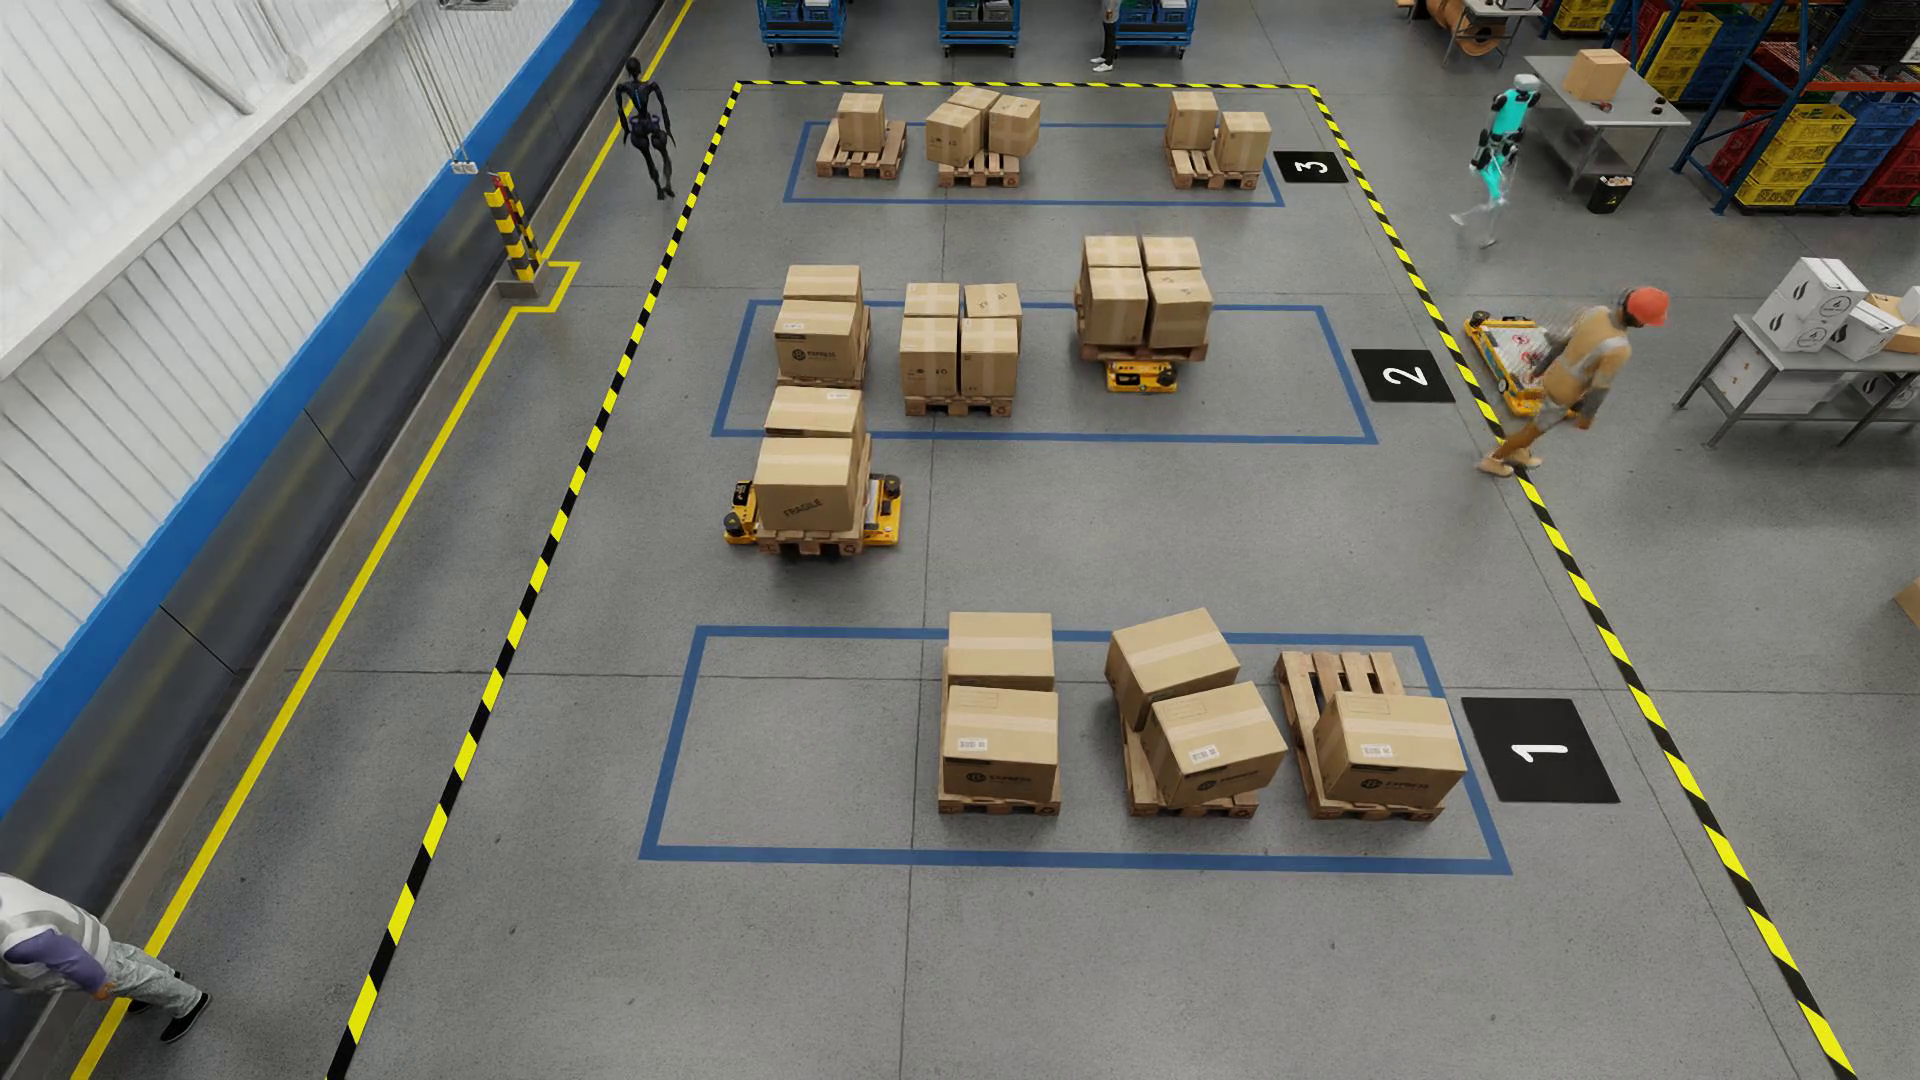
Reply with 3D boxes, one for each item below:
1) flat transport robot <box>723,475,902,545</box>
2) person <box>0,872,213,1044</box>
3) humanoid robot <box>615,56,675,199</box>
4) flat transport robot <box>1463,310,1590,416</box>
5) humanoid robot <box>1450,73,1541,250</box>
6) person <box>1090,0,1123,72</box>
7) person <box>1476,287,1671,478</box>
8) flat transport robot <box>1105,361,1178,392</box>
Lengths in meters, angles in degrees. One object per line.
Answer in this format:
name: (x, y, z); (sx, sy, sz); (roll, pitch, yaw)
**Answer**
flat transport robot: (-1.229, -0.271, 7.750); (1.431, 0.197, 0.652); (1, 49, 1)
person: (-4.560, 2.120, 4.663); (0.585, 1.834, 0.404); (24, 53, 20)
humanoid robot: (-3.685, -4.778, 10.741); (0.595, 1.648, 0.448); (-8, 50, -7)
flat transport robot: (5.573, -1.757, 9.054); (0.659, 0.231, 1.431); (1, 49, 1)
humanoid robot: (6.067, -4.092, 10.133); (0.531, 1.776, 1.015); (-11, 50, -9)
person: (2.155, -7.770, 13.211); (0.366, 1.852, 0.589); (0, 49, 0)
person: (4.933, -1.224, 7.450); (0.694, 1.994, 0.620); (8, 50, 7)
flat transport robot: (1.778, -2.029, 9.271); (0.652, 0.197, 1.431); (1, 49, 1)
